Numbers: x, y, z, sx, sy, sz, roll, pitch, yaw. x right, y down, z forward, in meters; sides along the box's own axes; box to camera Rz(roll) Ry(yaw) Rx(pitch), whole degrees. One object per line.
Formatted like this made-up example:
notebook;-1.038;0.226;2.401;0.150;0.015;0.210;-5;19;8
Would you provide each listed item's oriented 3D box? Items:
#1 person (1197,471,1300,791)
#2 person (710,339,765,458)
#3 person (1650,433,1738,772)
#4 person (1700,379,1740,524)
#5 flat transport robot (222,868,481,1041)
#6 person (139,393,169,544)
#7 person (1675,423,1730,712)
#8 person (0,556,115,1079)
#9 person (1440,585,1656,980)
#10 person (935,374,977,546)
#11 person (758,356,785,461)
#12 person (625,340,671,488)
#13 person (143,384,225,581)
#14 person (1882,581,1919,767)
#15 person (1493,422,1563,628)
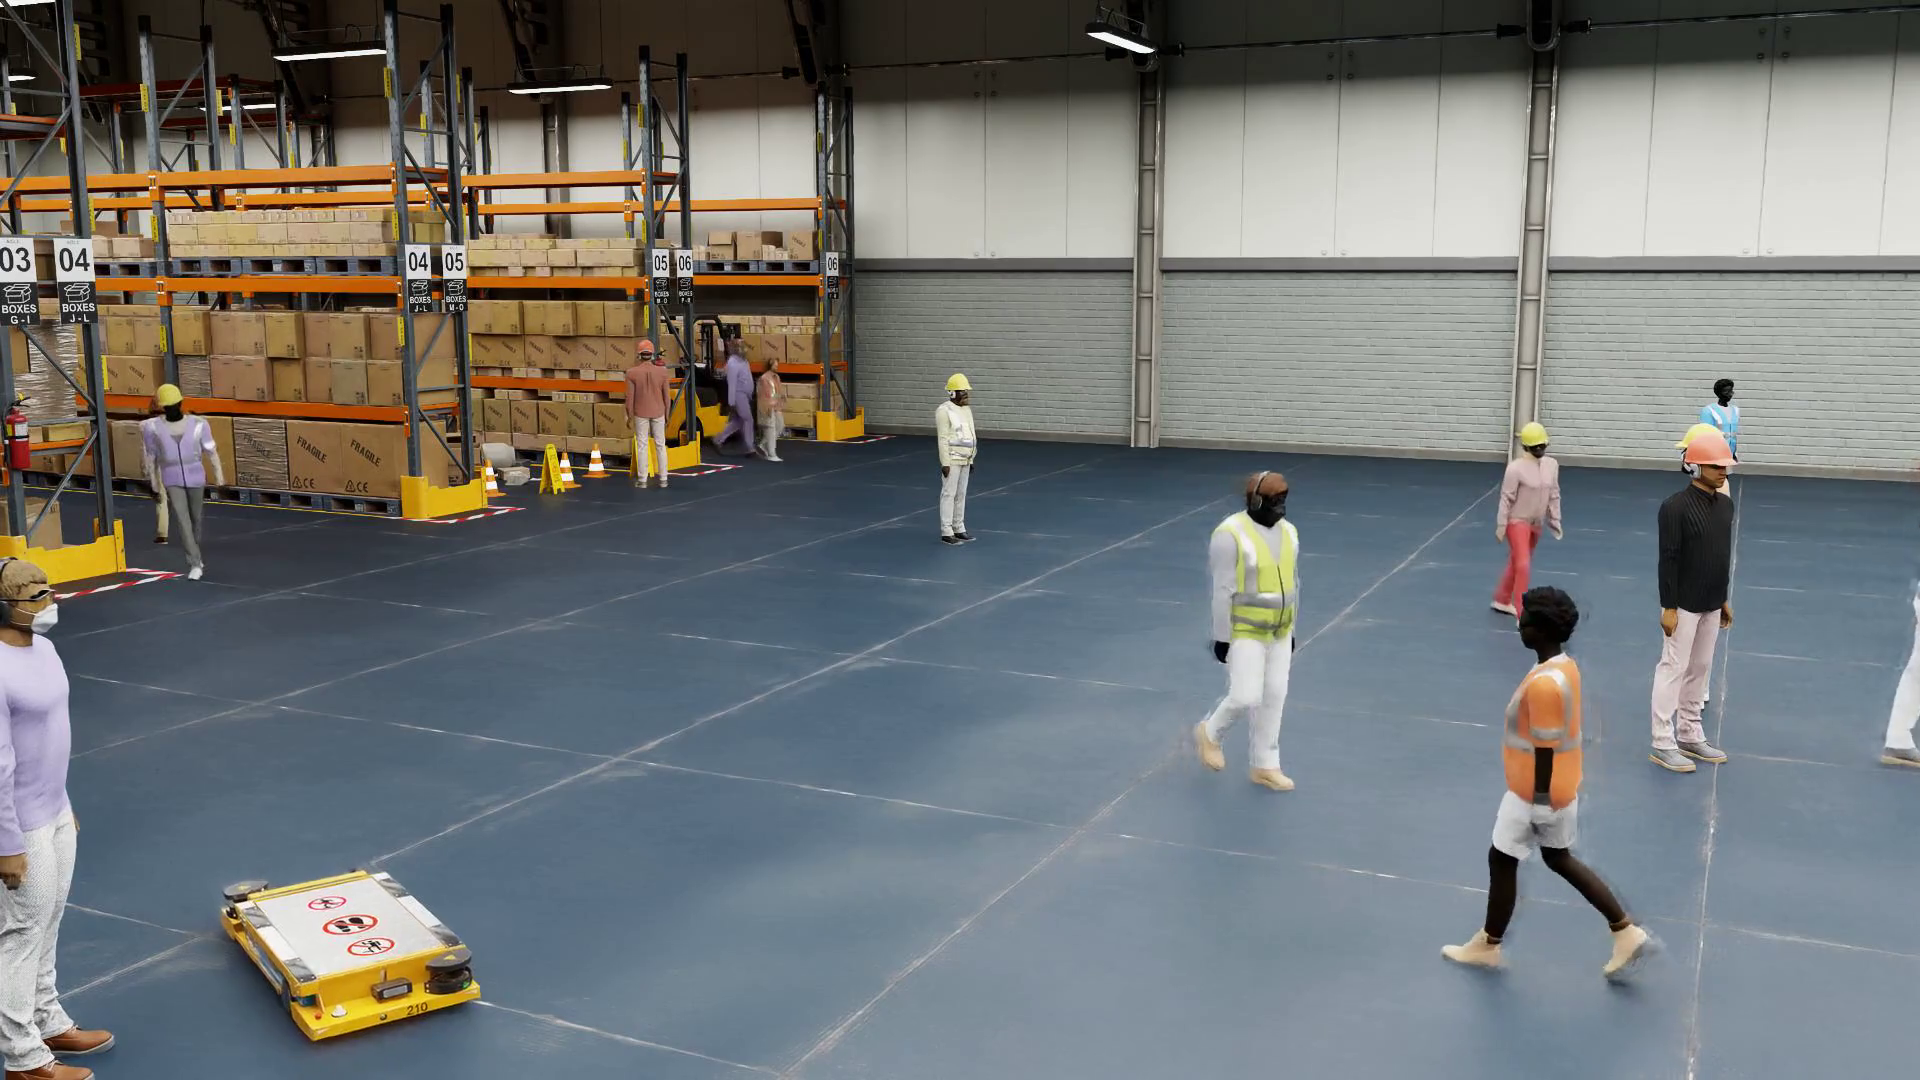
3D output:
person;1.667;0.505;9.460;0.639;1.826;0.517;-6;11;-33
person;-3.515;-2.223;26.080;0.859;1.875;0.636;1;9;4
person;4.359;0.360;9.847;0.612;1.995;0.382;-6;11;-33
person;8.748;-1.011;19.165;0.533;1.697;0.318;-4;10;-21
flat transport robot;-2.595;1.684;6.999;0.652;0.197;1.431;-7;11;-36
person;-8.544;-0.774;17.902;0.500;1.633;0.279;-9;13;-43
person;4.922;0.183;11.129;0.359;1.930;0.587;6;11;33
person;-3.352;1.016;5.998;0.372;1.940;0.630;-2;9;-12
person;2.468;1.011;6.864;0.790;1.666;0.536;5;11;28
person;-0.023;-0.867;17.858;0.403;1.835;0.588;5;11;29
person;-2.903;-2.009;25.501;0.398;1.625;0.519;3;10;20
person;-4.203;-1.693;22.426;0.610;1.996;0.386;-3;10;-20
person;-7.500;-0.595;16.084;0.648;1.873;0.992;-5;10;-27
person;5.912;0.460;9.676;0.902;1.846;0.574;4;10;22
person;4.660;-0.140;13.772;0.569;1.718;0.759;-5;11;-28
